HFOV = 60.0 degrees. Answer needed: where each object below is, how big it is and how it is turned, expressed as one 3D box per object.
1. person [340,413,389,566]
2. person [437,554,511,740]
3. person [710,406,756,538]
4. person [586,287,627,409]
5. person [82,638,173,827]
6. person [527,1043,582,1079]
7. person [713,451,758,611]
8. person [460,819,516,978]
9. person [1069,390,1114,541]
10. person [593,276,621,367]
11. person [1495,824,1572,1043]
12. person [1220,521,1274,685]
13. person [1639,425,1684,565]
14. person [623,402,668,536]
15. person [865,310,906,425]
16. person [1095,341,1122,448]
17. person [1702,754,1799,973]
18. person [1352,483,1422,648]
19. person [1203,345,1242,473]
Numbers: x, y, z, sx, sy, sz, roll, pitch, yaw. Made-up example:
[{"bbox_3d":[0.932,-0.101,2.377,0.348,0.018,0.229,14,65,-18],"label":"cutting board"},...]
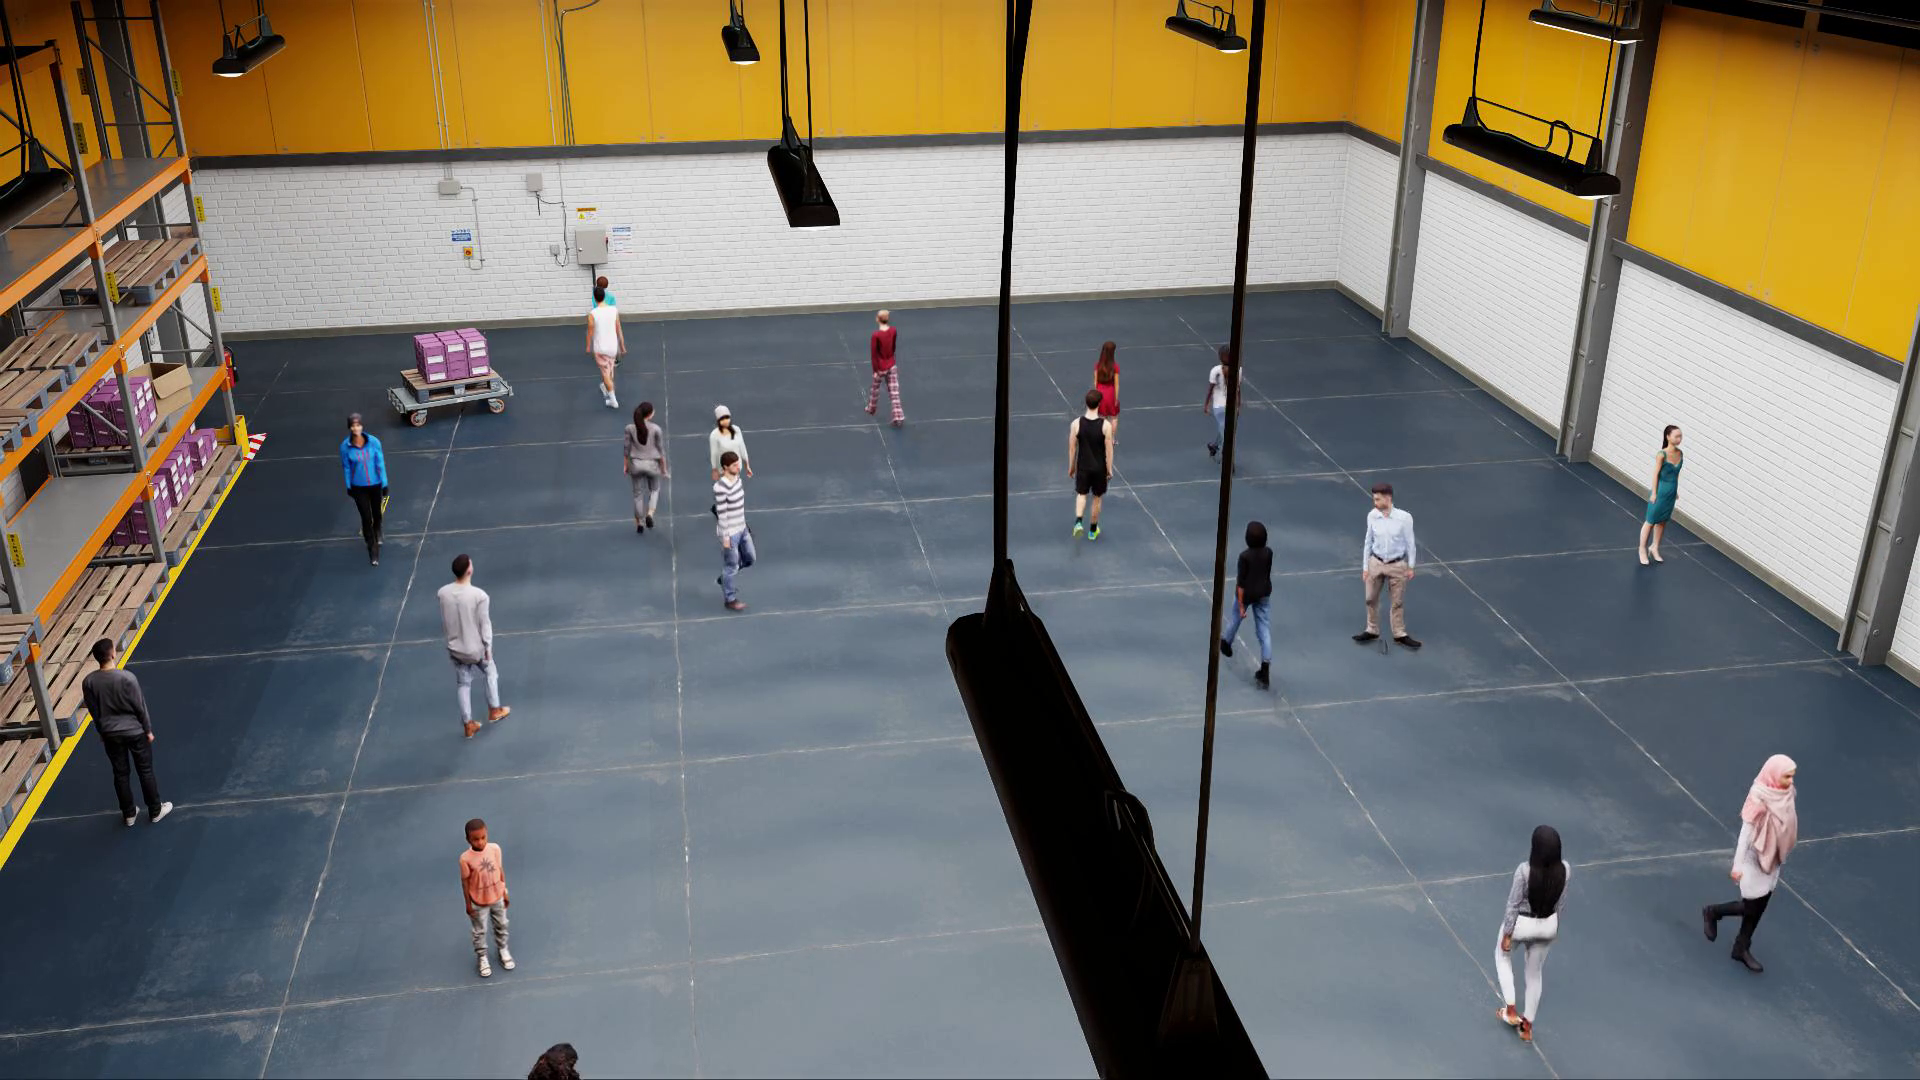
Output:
[{"bbox_3d":[-6.975,-0.650,19.585,0.779,1.742,1.248,-8,25,-18],"label":"person"},{"bbox_3d":[-4.667,1.028,15.647,0.837,1.820,0.910,3,24,7],"label":"person"},{"bbox_3d":[-2.855,-0.874,20.273,1.001,1.600,1.218,-20,31,-38],"label":"person"},{"bbox_3d":[-5.190,-2.801,24.499,0.980,1.747,1.169,-17,29,-33],"label":"person"},{"bbox_3d":[-7.190,1.648,14.304,0.608,1.761,0.527,-4,24,-8],"label":"person"},{"bbox_3d":[-2.352,3.705,9.812,0.738,1.588,1.084,1,24,2],"label":"person"},{"bbox_3d":[-2.588,-0.114,18.239,0.894,1.837,0.835,10,26,23],"label":"person"},{"bbox_3d":[-3.576,2.663,12.543,0.537,1.310,0.563,-14,27,-29],"label":"person"},{"bbox_3d":[1.551,-0.844,19.858,0.885,1.878,0.982,7,24,15],"label":"person"},{"bbox_3d":[-5.640,-3.482,26.431,0.522,1.448,0.499,-2,24,-5],"label":"person"},{"bbox_3d":[4.055,2.810,11.706,0.649,1.712,0.636,-2,24,-5],"label":"person"},{"bbox_3d":[2.992,0.648,16.720,0.632,1.657,1.168,-6,24,-14],"label":"person"},{"bbox_3d":[8.193,-0.533,19.388,0.581,1.685,0.539,-9,25,-20],"label":"person"},{"bbox_3d":[-3.793,-0.829,20.104,0.743,1.654,0.673,-2,24,-5],"label":"person"},{"bbox_3d":[-1.026,-2.447,23.809,0.894,1.651,1.174,-14,27,-29],"label":"person"},{"bbox_3d":[1.973,-1.950,22.811,0.689,1.538,0.765,8,25,18],"label":"person"},{"bbox_3d":[5.958,2.390,12.562,0.763,1.795,0.878,-11,26,-23],"label":"person"},{"bbox_3d":[4.541,0.272,17.377,0.889,1.820,0.845,5,24,11],"label":"person"},{"bbox_3d":[3.561,-1.725,22.111,0.737,1.688,1.142,-8,25,-18],"label":"person"}]
